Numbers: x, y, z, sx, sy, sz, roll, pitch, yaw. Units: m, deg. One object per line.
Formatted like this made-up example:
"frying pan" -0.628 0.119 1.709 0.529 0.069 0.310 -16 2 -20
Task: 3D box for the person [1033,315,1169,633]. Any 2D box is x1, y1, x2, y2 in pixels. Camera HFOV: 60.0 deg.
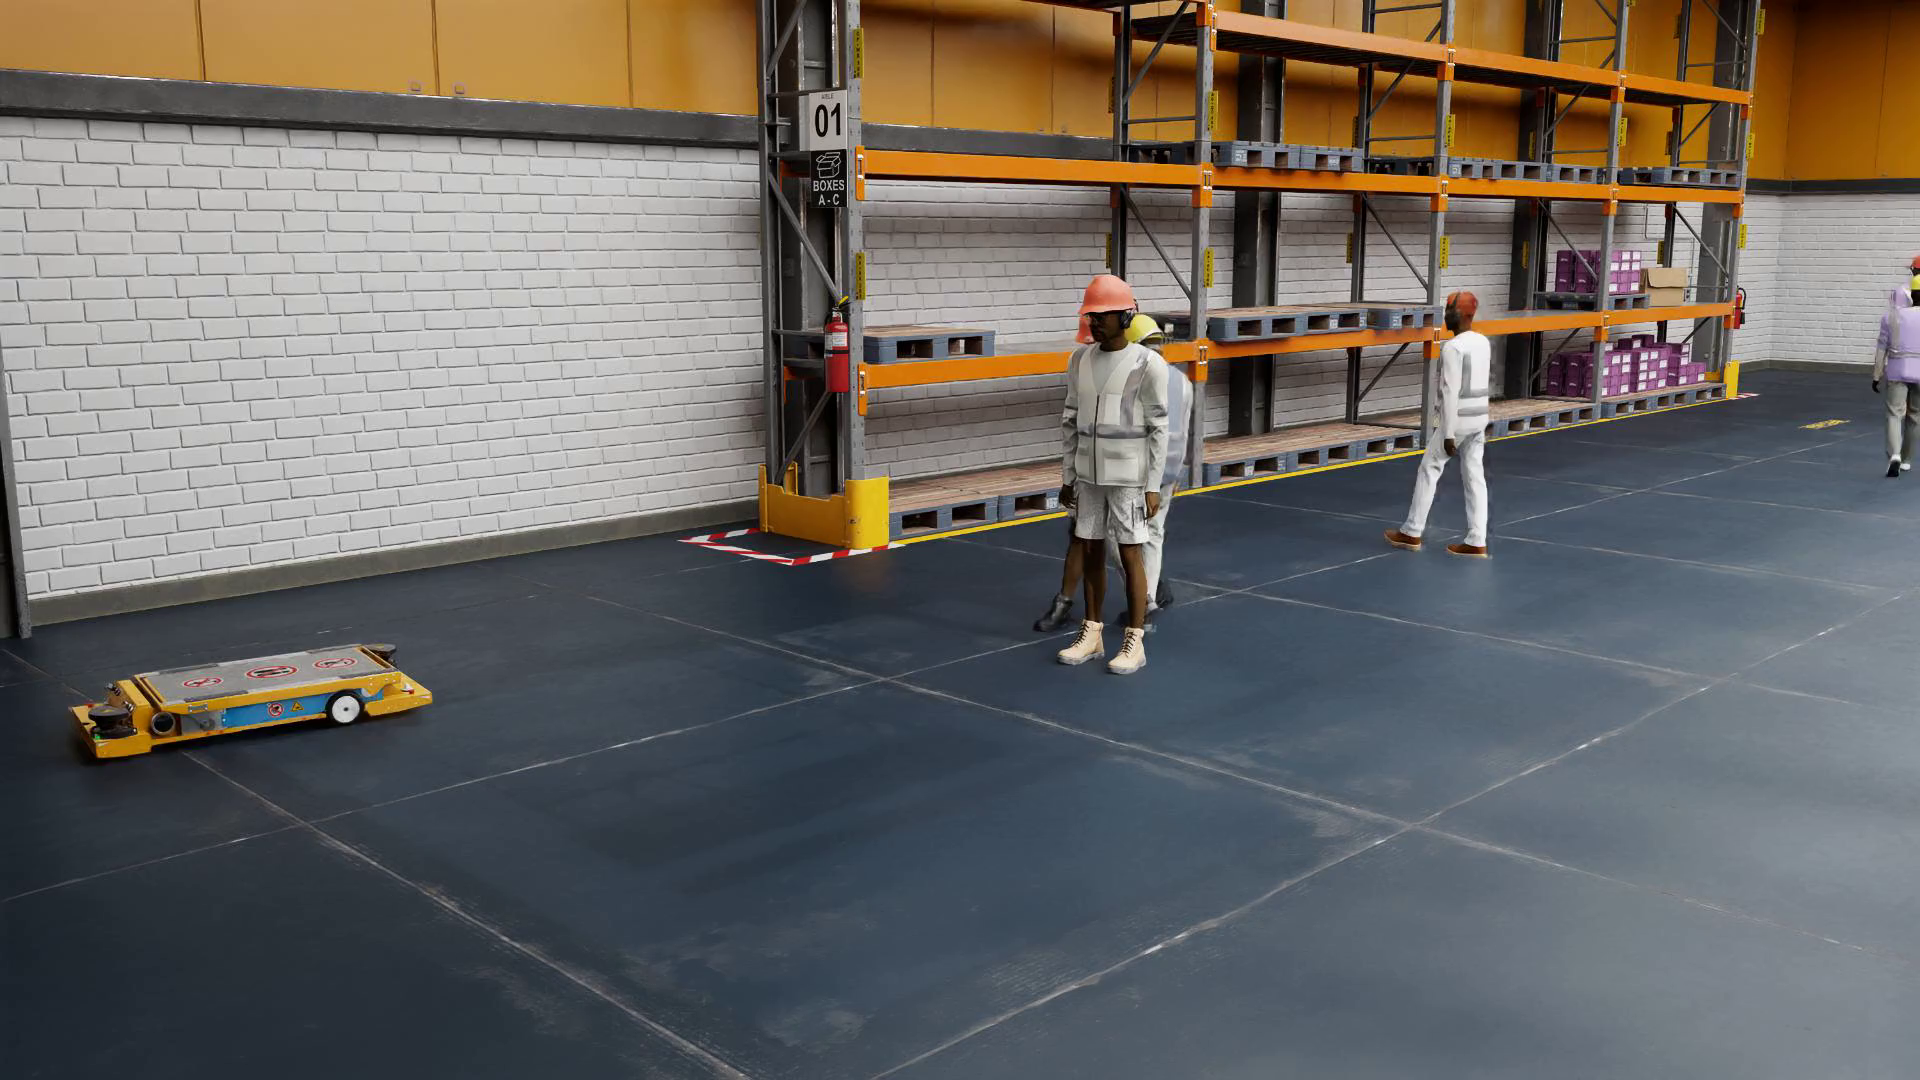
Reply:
"person" 0.883 -0.424 9.567 1.036 1.876 0.544 -9 14 -40

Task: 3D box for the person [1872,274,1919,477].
"person" 8.901 -1.547 15.572 0.585 1.897 0.913 4 11 22

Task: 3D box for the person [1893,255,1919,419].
"person" 11.670 -2.484 20.317 0.639 2.022 0.444 -2 11 -11

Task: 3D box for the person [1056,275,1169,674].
"person" 0.760 -0.329 8.533 0.614 2.041 0.389 9 13 39

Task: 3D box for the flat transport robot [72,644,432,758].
"flat transport robot" -3.255 0.715 7.675 1.431 0.197 0.652 -7 13 -35

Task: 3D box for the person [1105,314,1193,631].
"person" 1.028 -0.374 9.432 0.622 1.801 0.451 -7 12 -32

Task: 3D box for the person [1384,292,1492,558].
"person" 3.390 -0.812 11.712 0.582 1.848 0.862 -9 14 -40
